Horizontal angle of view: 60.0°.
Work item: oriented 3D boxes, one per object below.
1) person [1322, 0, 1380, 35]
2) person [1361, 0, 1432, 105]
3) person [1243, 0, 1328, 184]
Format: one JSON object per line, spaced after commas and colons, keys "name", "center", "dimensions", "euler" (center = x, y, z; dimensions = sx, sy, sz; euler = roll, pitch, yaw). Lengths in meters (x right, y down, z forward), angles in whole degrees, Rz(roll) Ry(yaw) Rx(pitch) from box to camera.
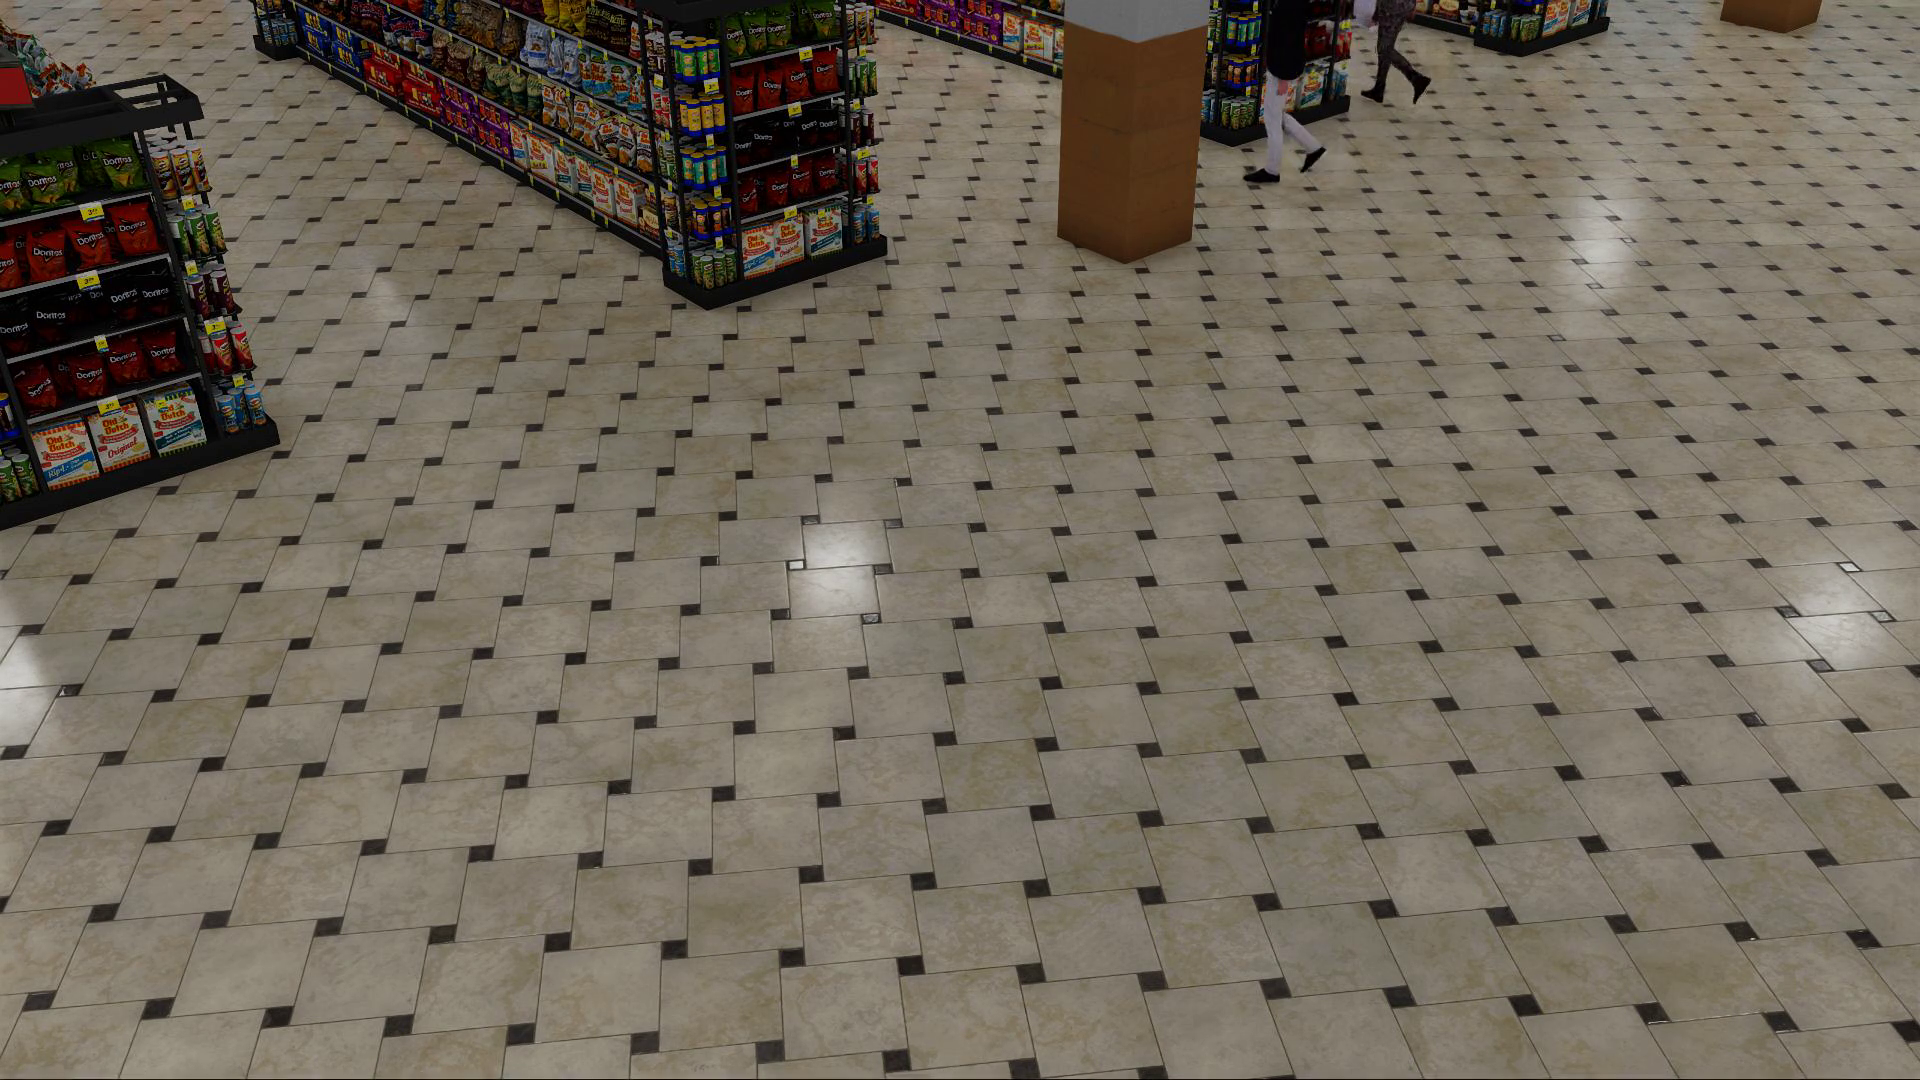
{"name": "person", "center": [3.893, -5.996, 16.477], "dimensions": [0.718, 1.878, 1.259], "euler": [-23, 39, -32]}
{"name": "person", "center": [3.822, -4.563, 14.344], "dimensions": [0.586, 1.698, 0.971], "euler": [-21, 38, -30]}
{"name": "person", "center": [2.546, -3.537, 12.596], "dimensions": [1.042, 1.804, 0.971], "euler": [9, 33, 14]}
